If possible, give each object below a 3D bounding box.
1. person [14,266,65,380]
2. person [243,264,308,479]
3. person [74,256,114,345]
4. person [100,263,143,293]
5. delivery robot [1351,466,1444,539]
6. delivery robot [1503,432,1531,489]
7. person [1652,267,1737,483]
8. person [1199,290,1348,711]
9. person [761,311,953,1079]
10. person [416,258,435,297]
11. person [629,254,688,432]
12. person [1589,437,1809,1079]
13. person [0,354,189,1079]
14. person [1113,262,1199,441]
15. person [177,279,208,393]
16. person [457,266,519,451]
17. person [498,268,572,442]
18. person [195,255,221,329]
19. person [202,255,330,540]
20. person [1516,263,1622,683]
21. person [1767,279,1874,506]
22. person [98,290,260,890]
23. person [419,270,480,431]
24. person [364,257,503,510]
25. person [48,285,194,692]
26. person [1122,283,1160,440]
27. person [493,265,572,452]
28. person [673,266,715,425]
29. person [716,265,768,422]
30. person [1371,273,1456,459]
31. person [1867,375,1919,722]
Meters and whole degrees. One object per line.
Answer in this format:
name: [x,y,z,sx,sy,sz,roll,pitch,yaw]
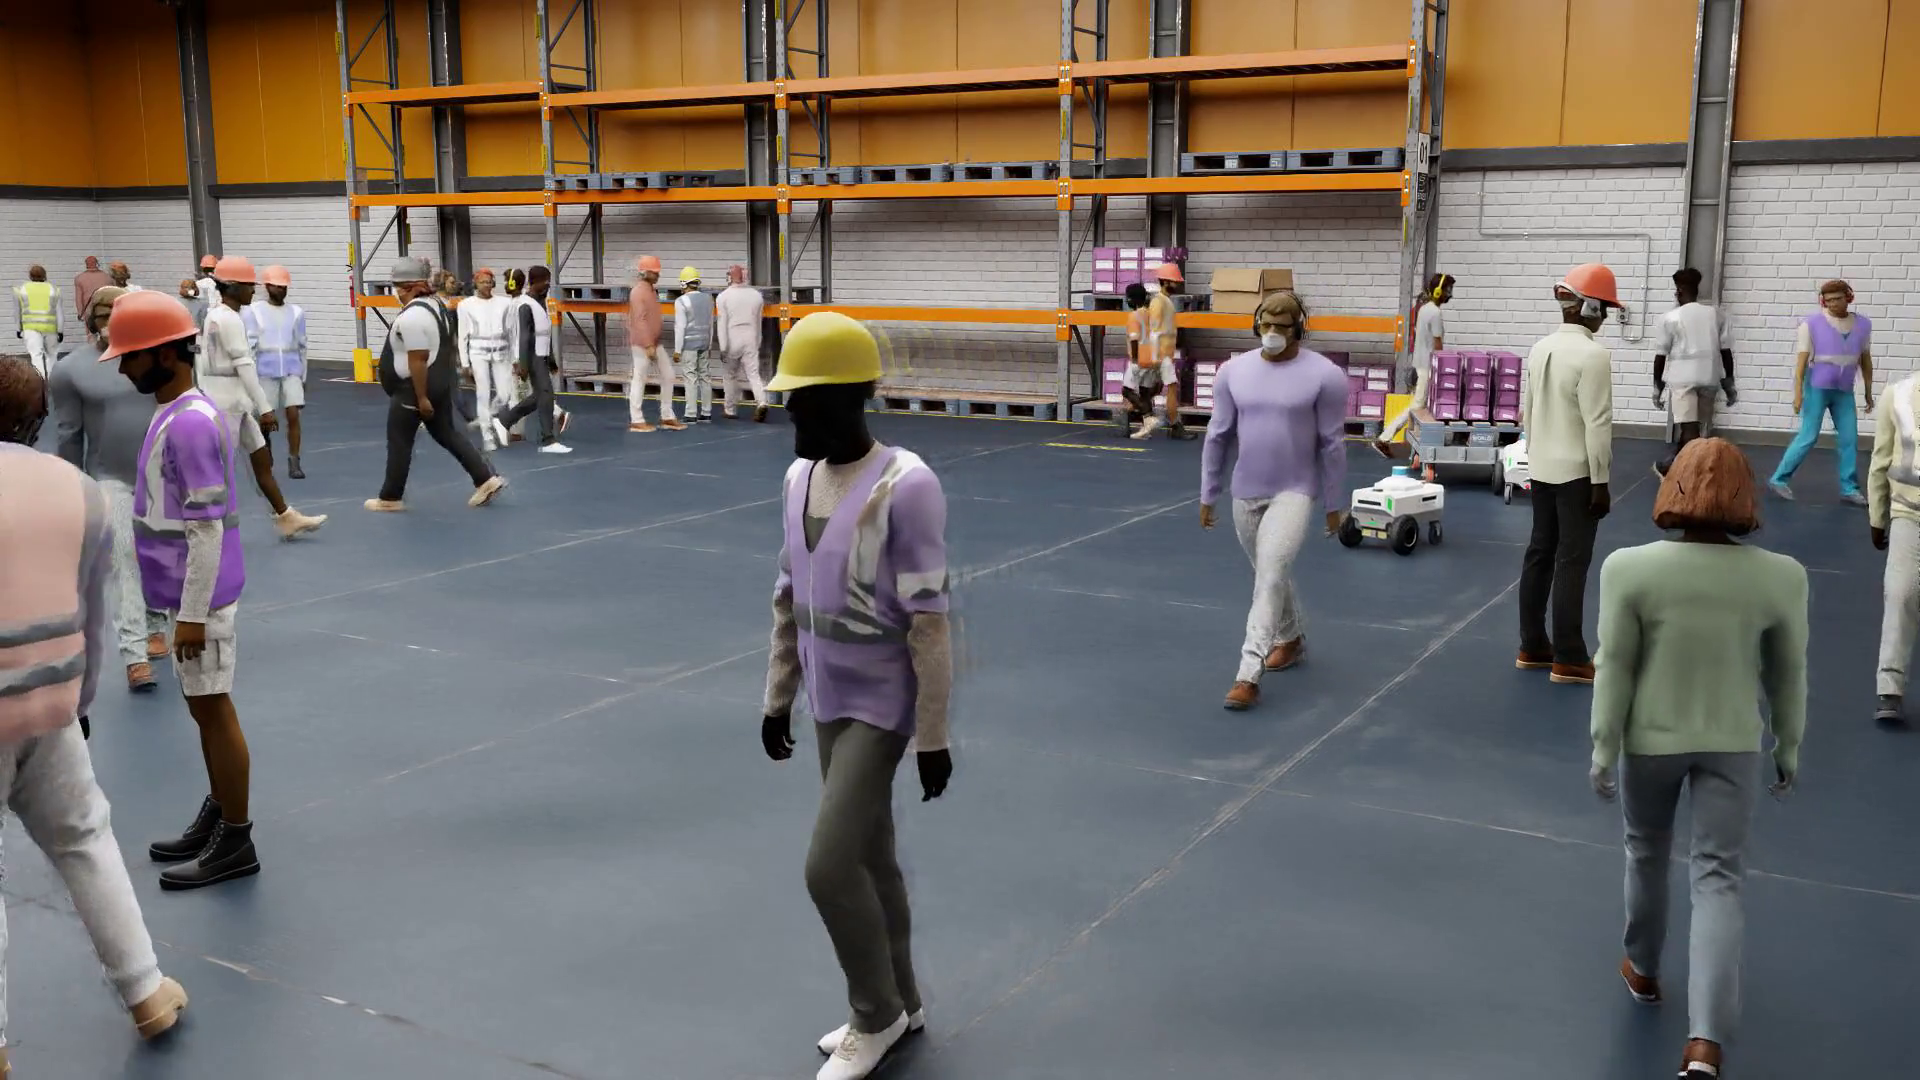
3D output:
person: [-13.138,-3.011,23.757,0.635,1.792,0.959,-5,11,-28]
person: [-6.131,-1.515,14.926,0.559,1.919,0.698,-7,12,-33]
person: [-14.904,-3.943,28.721,0.636,1.902,0.406,-7,12,-33]
person: [-11.292,-2.811,22.501,0.614,1.828,0.984,-7,12,-36]
delivery robot: [3.011,-0.262,11.418,0.707,0.478,0.477,-9,14,-42]
delivery robot: [4.613,-0.636,13.536,0.477,0.478,0.707,3,10,16]
person: [6.089,-1.314,13.884,0.666,1.878,1.026,-1,10,-7]
person: [1.465,-0.224,7.750,0.653,1.881,1.071,6,12,30]
person: [-0.288,0.400,4.104,0.572,1.905,0.609,-7,12,-35]
person: [-7.700,-3.088,23.890,0.689,1.900,0.399,10,14,43]
person: [-3.365,-2.170,18.464,0.766,1.964,0.628,3,10,15]
person: [1.876,0.533,4.238,0.514,1.594,0.843,3,10,17]
person: [-2.343,0.452,4.110,0.497,1.808,0.727,3,10,16]
person: [2.096,-2.011,17.789,0.896,1.907,0.558,3,10,17]
person: [-10.658,-2.799,23.074,0.498,1.611,0.284,-8,13,-38]
person: [-4.824,-1.853,16.974,0.596,1.866,0.549,-6,12,-30]
person: [-4.556,-1.944,17.575,0.747,1.849,0.512,1,10,3]
person: [-11.031,-3.237,24.607,0.352,1.942,0.545,9,14,42]
person: [-4.842,-0.922,11.351,1.012,1.996,0.635,-5,11,-26]
person: [2.920,-0.316,7.942,0.390,1.986,0.609,-2,10,-13]
person: [7.036,-1.194,13.429,0.667,1.816,0.587,-1,10,-6]
person: [-2.517,0.163,5.390,0.370,1.928,0.543,-5,11,-28]
person: [-5.708,-2.116,18.672,0.938,1.797,0.516,0,10,-2]
person: [-4.157,-1.242,13.026,1.005,2.000,0.679,1,10,5]
person: [-3.975,-0.276,8.005,0.637,1.886,1.021,-7,12,-33]
person: [1.935,-1.893,17.717,0.373,1.675,0.545,7,12,33]
person: [-4.346,-1.820,16.763,0.774,1.883,0.606,0,10,-2]
person: [-3.116,-2.257,19.358,0.403,1.835,0.586,7,12,36]
person: [-2.588,-2.322,19.678,0.630,1.854,0.987,-6,12,-30]
person: [4.459,-1.666,16.100,0.895,1.824,0.518,1,10,6]
person: [4.262,-0.087,7.185,0.615,1.797,0.832,5,11,27]
